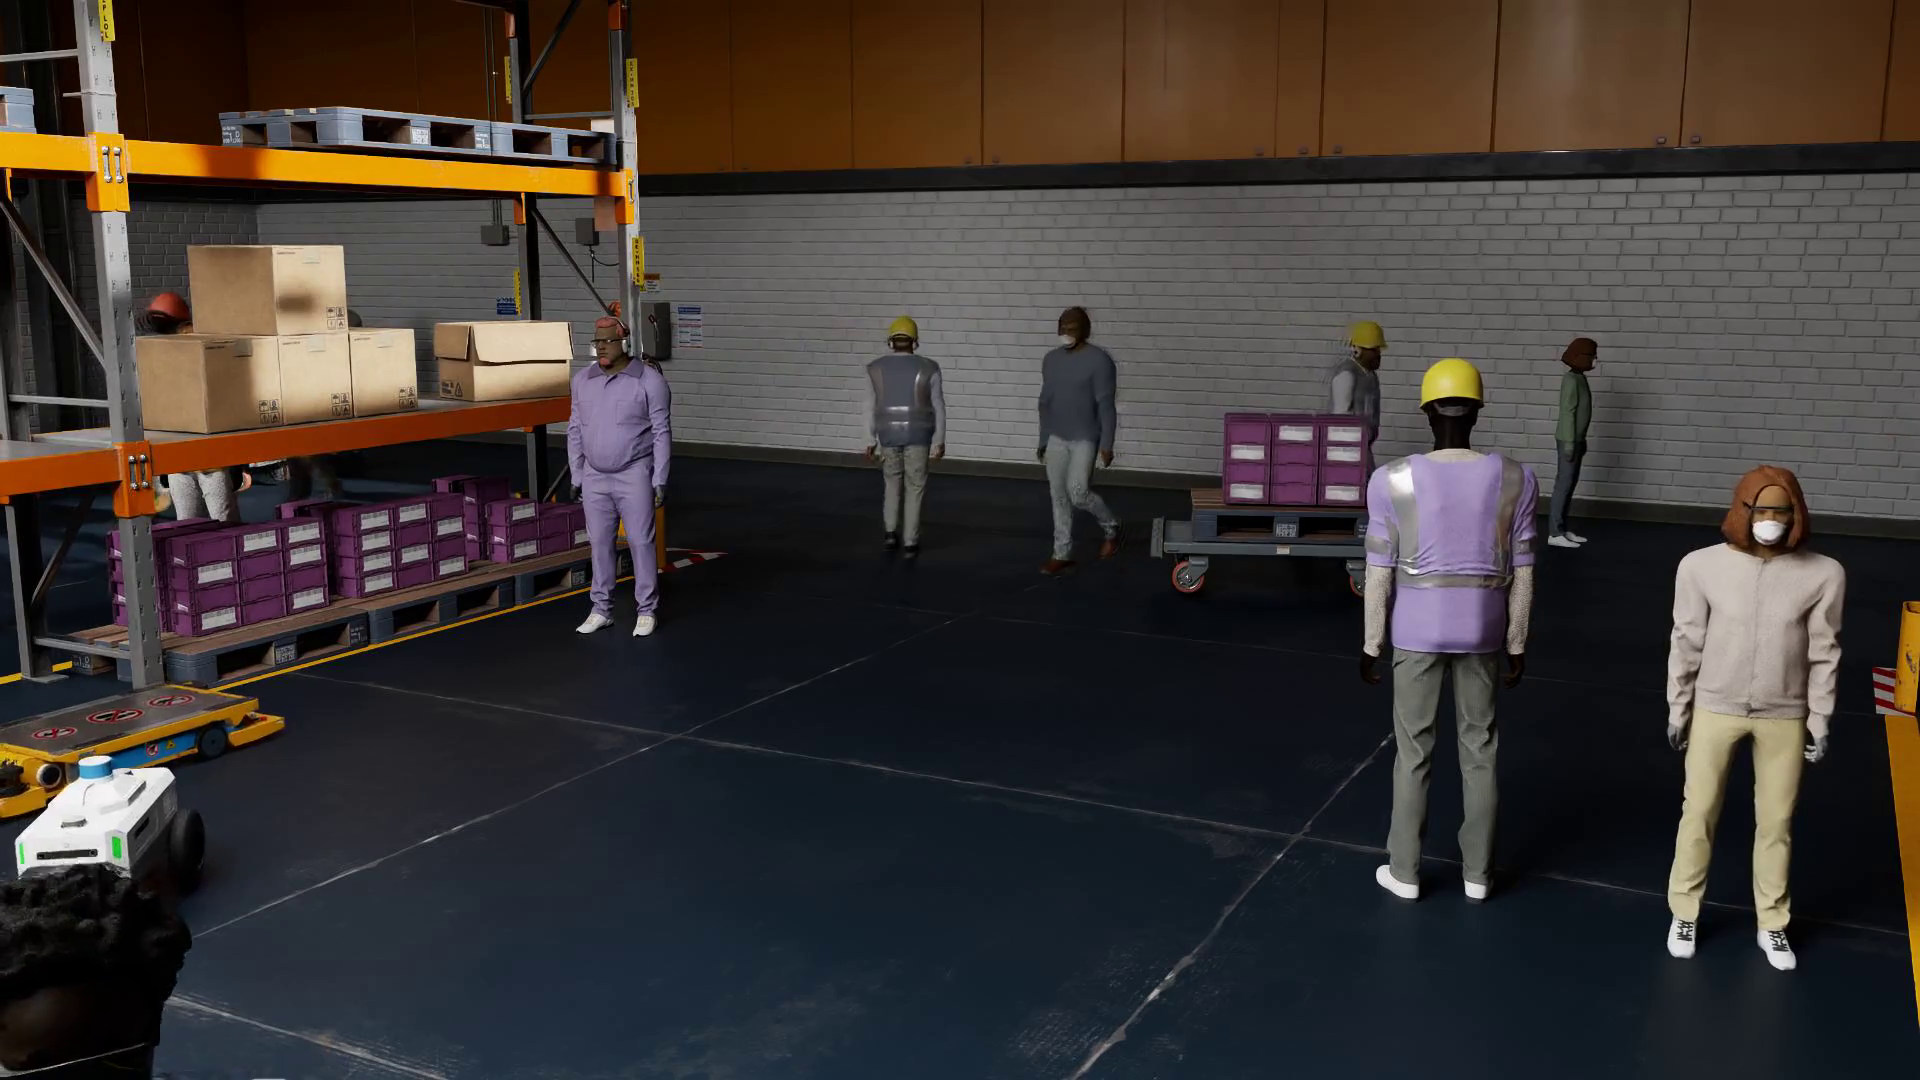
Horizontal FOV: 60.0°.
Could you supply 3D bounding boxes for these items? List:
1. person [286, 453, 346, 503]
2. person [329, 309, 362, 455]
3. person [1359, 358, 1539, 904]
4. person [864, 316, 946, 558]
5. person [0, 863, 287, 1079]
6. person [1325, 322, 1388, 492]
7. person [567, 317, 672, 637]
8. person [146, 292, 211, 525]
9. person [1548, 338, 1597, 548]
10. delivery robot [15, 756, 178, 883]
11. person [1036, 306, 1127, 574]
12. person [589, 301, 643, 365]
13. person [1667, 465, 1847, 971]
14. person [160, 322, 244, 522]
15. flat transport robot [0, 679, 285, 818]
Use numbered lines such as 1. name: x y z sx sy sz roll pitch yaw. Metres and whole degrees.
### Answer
1. person: -4.640 -0.666 12.126 0.690 1.715 0.513 -6 11 -30
2. person: -7.068 -1.932 18.858 0.635 1.937 0.352 -9 13 -43
3. person: 1.695 0.329 5.829 0.586 1.916 0.380 1 10 5
4. person: -0.402 -0.776 12.540 0.597 1.810 0.472 2 10 13
5. person: -0.854 1.149 1.750 0.562 1.684 0.379 -6 11 -31
6. person: 2.920 -0.730 12.353 0.946 1.772 0.619 8 12 38
7. person: -2.043 -0.370 9.902 0.653 1.906 0.405 2 10 14
8. person: -5.445 -0.690 11.456 0.615 2.017 0.803 2 10 9
9. person: 4.785 -0.760 12.970 0.269 1.628 0.497 6 11 29
10. delivery robot: -2.945 0.985 5.700 0.477 0.478 0.707 -2 10 -11
11. person: 0.873 -0.711 11.866 0.624 1.919 0.644 -9 13 -41
12. person: -2.892 -1.088 14.152 0.347 1.879 0.580 7 12 37
13. person: 2.516 0.565 5.311 0.493 1.626 0.285 3 10 18
14. person: -4.892 -0.479 10.726 0.627 1.844 0.429 2 10 9
15. flat transport robot: -3.792 0.888 7.349 0.652 0.197 1.431 5 11 26
